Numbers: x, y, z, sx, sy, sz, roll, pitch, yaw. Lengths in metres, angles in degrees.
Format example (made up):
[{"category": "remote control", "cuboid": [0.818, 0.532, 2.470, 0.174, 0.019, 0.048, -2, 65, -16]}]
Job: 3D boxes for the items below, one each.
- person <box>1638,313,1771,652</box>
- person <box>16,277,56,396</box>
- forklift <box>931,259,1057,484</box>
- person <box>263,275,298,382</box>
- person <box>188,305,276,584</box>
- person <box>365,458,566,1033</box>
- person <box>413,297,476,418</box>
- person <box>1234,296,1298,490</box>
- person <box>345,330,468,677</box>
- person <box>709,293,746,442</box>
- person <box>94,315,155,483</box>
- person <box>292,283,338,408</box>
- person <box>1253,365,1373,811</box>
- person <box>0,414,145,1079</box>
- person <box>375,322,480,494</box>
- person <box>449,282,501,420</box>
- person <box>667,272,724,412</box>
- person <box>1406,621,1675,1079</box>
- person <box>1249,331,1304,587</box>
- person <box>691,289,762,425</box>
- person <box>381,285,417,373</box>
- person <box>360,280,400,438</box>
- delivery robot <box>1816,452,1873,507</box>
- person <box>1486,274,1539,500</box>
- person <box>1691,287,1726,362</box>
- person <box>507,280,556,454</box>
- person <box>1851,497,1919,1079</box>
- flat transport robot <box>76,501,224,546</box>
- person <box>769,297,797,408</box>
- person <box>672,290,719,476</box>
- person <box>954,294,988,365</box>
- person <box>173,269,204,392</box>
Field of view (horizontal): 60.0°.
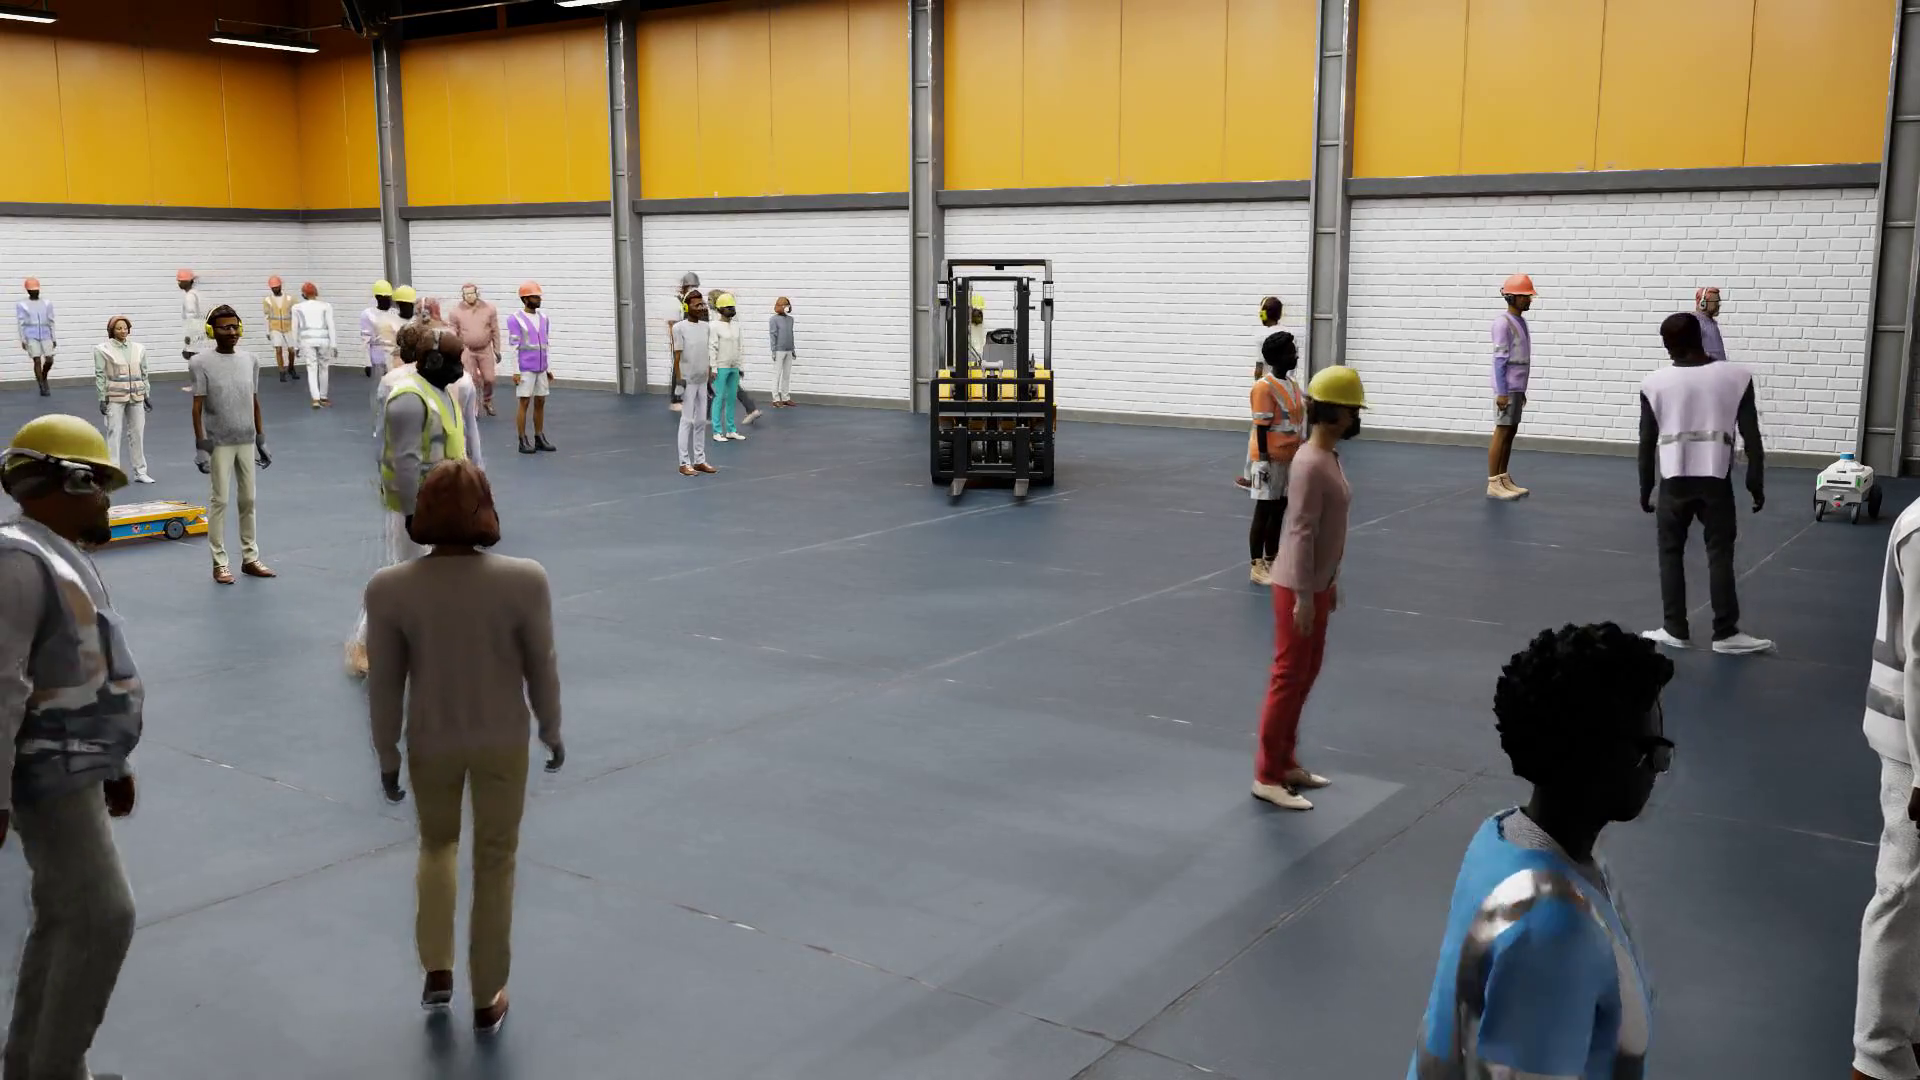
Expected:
[{"category": "person", "cuboid": [4.165, -0.315, 9.251, 0.768, 1.873, 0.393, 4, 10, 22]}, {"category": "person", "cuboid": [-14.795, -3.261, 26.652, 0.551, 1.910, 0.531, -9, 13, -43]}, {"category": "forklift", "cuboid": [0.370, -1.738, 16.759, 1.214, 2.155, 2.313, 1, 10, 3]}, {"category": "person", "cuboid": [-12.178, -3.791, 29.859, 0.574, 1.907, 0.672, -4, 10, -21]}, {"category": "person", "cuboid": [-4.903, -0.646, 11.217, 0.318, 1.870, 0.531, 7, 12, 34]}, {"category": "person", "cuboid": [-1.377, 0.578, 4.682, 0.505, 1.621, 0.379, -1, 10, -6]}, {"category": "person", "cuboid": [-4.439, -1.101, 13.983, 0.974, 1.854, 0.645, -1, 10, -4]}, {"category": "person", "cuboid": [2.885, -1.335, 15.468, 0.531, 1.826, 0.916, -3, 10, -18]}, {"category": "person", "cuboid": [-2.906, -0.196, 8.739, 0.655, 1.812, 0.644, 1, 10, 4]}, {"category": "person", "cuboid": [-2.799, -2.067, 19.978, 0.296, 1.772, 0.533, 7, 12, 34]}, {"category": "person", "cuboid": [-8.059, -1.343, 16.038, 0.306, 1.645, 0.522, 7, 12, 34]}, {"category": "person", "cuboid": [-9.532, -2.876, 24.598, 0.617, 1.826, 1.010, -4, 10, -24]}, {"category": "person", "cuboid": [1.405, 0.190, 6.628, 0.414, 1.749, 0.559, 3, 10, 19]}, {"category": "person", "cuboid": [-2.276, 0.582, 4.199, 0.421, 1.768, 0.666, -4, 10, -21]}, {"category": "person", "cuboid": [-3.304, -0.450, 10.322, 0.994, 1.788, 0.627, 9, 13, 44]}, {"category": "person", "cuboid": [-6.632, -2.585, 22.751, 0.671, 1.878, 0.555, -3, 10, -20]}, {"category": "person", "cuboid": [-3.818, -2.835, 23.746, 0.693, 2.000, 1.021, -9, 13, -42]}, {"category": "person", "cuboid": [0.769, 0.946, 2.319, 0.344, 1.679, 0.570, 3, 10, 15]}, {"category": "person", "cuboid": [2.117, -0.544, 11.112, 0.315, 1.700, 0.541, 7, 12, 34]}, {"category": "person", "cuboid": [-3.083, -2.390, 21.812, 0.934, 1.810, 0.516, 2, 10, 13]}, {"category": "person", "cuboid": [-6.022, -1.843, 18.306, 0.953, 1.882, 0.611, 7, 12, 35]}, {"category": "person", "cuboid": [-6.986, -2.190, 20.243, 0.366, 1.926, 0.594, 7, 12, 34]}, {"category": "delivery robot", "cuboid": [7.416, -0.492, 13.931, 0.477, 0.478, 0.707, 7, 12, 35]}, {"category": "person", "cuboid": [5.032, -1.390, 15.131, 0.372, 2.042, 0.615, 7, 12, 34]}, {"category": "person", "cuboid": [7.293, -1.525, 16.343, 0.409, 1.907, 0.651, 7, 12, 34]}, {"category": "person", "cuboid": [-4.819, -1.949, 18.760, 0.340, 1.942, 0.552, 7, 12, 34]}, {"category": "person", "cuboid": [2.475, 0.526, 4.193, 0.347, 1.884, 0.584, 7, 12, 34]}, {"category": "flat transport robot", "cuboid": [-6.530, -0.116, 12.817, 0.652, 0.197, 1.431, 7, 12, 35]}, {"category": "person", "cuboid": [-2.617, -2.779, 24.625, 0.276, 1.633, 0.507, 7, 12, 34]}, {"category": "person", "cuboid": [-2.675, -1.587, 16.822, 0.318, 1.870, 0.531, 7, 12, 34]}, {"category": "person", "cuboid": [0.160, -1.934, 19.155, 0.954, 1.776, 0.625, 8, 12, 40]}, {"category": "person", "cuboid": [-12.632, -3.430, 27.318, 0.430, 2.031, 0.641, -3, 10, -18]}]
